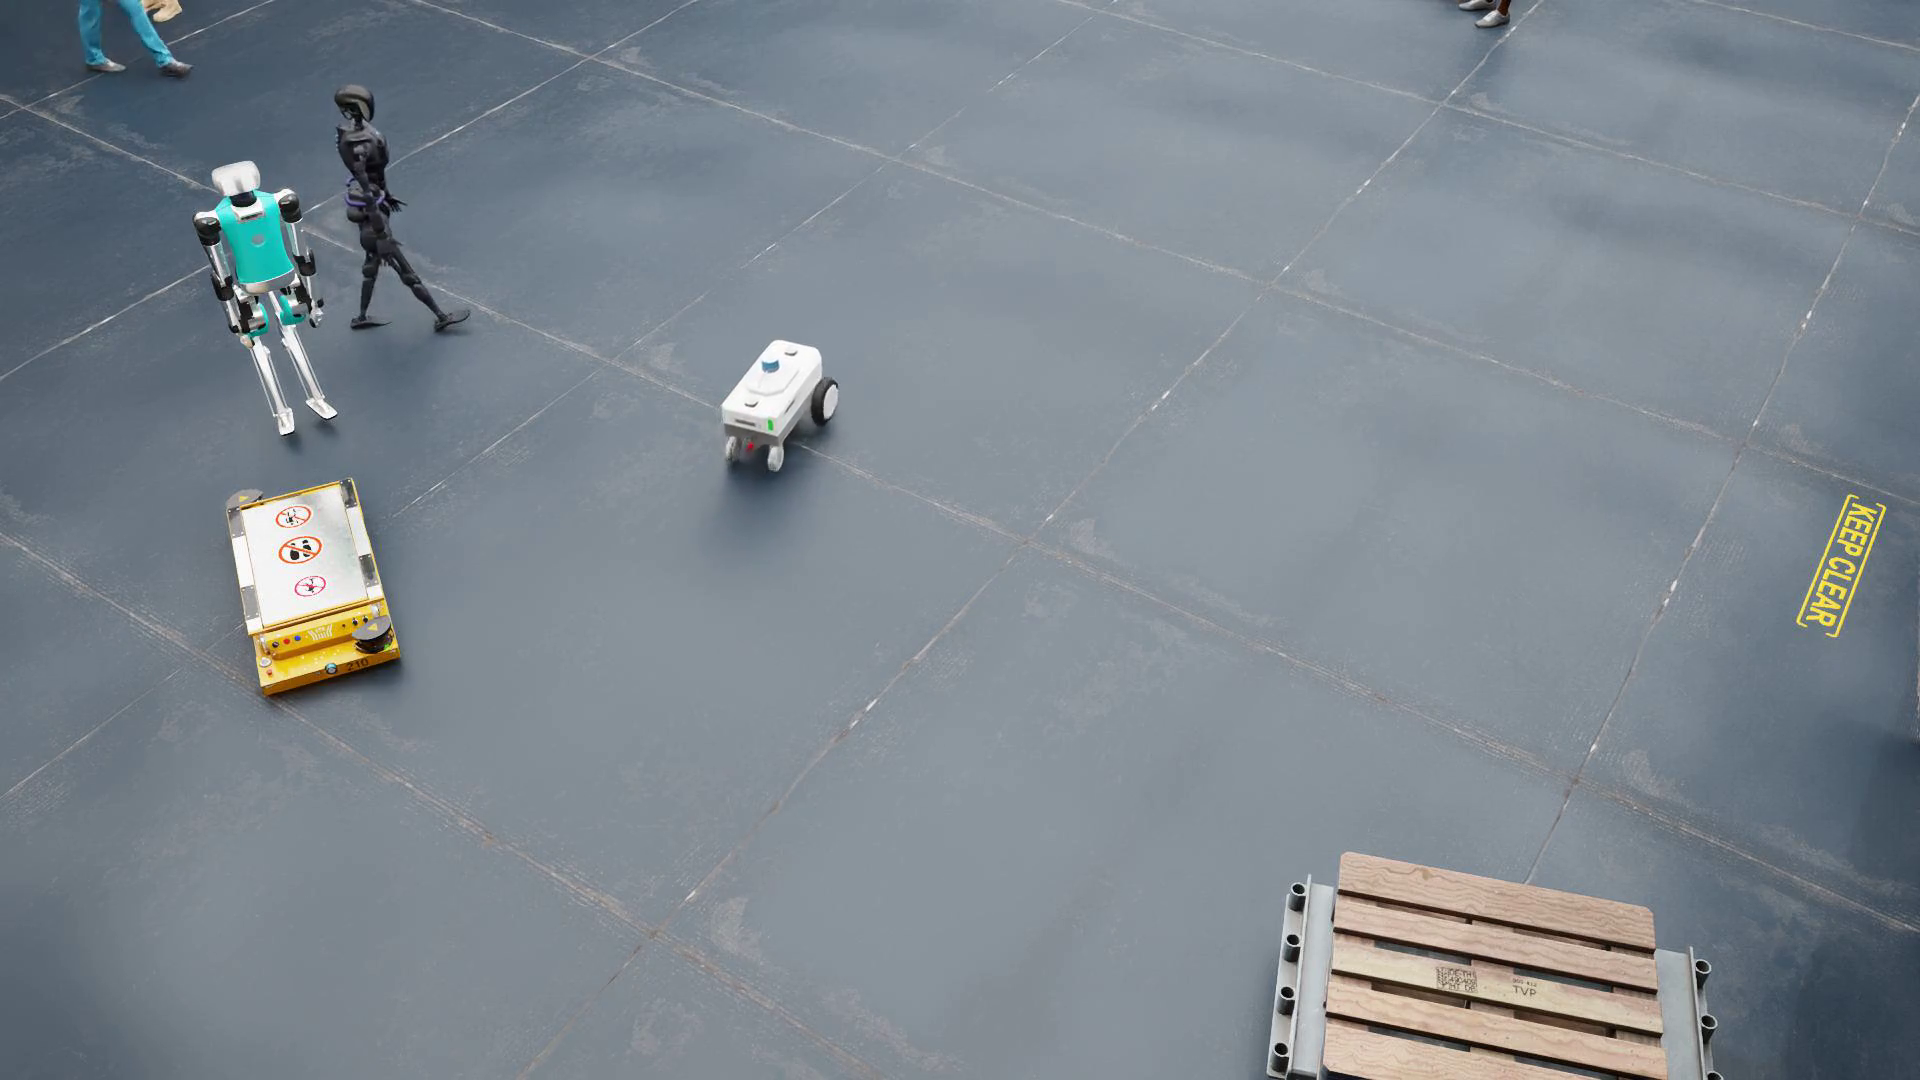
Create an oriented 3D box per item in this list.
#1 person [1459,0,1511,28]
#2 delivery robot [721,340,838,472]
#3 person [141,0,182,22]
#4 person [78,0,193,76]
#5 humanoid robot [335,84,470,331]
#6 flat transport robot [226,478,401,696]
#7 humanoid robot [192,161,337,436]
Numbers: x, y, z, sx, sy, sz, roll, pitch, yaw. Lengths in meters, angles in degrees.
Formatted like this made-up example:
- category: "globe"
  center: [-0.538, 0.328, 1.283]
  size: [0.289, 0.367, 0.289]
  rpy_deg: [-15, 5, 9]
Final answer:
- category: "person"
  center: [4.400, -5.044, 13.175]
  size: [0.430, 1.934, 0.553]
  rpy_deg: [-5, 42, -6]
- category: "delivery robot"
  center: [-1.056, -0.805, 9.464]
  size: [0.499, 0.592, 0.795]
  rpy_deg: [14, 44, 15]
- category: "person"
  center: [-6.676, -5.042, 13.311]
  size: [0.481, 1.748, 0.320]
  rpy_deg: [22, 46, 23]
- category: "person"
  center: [-6.421, -4.281, 12.440]
  size: [0.974, 1.766, 0.571]
  rpy_deg: [7, 42, 7]
- category: "humanoid robot"
  center: [-3.461, -1.979, 9.965]
  size: [0.756, 1.625, 0.597]
  rpy_deg: [-9, 43, -10]
- category: "flat transport robot"
  center: [-3.355, 0.180, 8.578]
  size: [0.659, 0.231, 1.431]
  rpy_deg: [-16, 44, -18]
- category: "humanoid robot"
  center: [-3.822, -1.384, 9.126]
  size: [0.533, 1.677, 0.735]
  rpy_deg: [-24, 47, -25]
